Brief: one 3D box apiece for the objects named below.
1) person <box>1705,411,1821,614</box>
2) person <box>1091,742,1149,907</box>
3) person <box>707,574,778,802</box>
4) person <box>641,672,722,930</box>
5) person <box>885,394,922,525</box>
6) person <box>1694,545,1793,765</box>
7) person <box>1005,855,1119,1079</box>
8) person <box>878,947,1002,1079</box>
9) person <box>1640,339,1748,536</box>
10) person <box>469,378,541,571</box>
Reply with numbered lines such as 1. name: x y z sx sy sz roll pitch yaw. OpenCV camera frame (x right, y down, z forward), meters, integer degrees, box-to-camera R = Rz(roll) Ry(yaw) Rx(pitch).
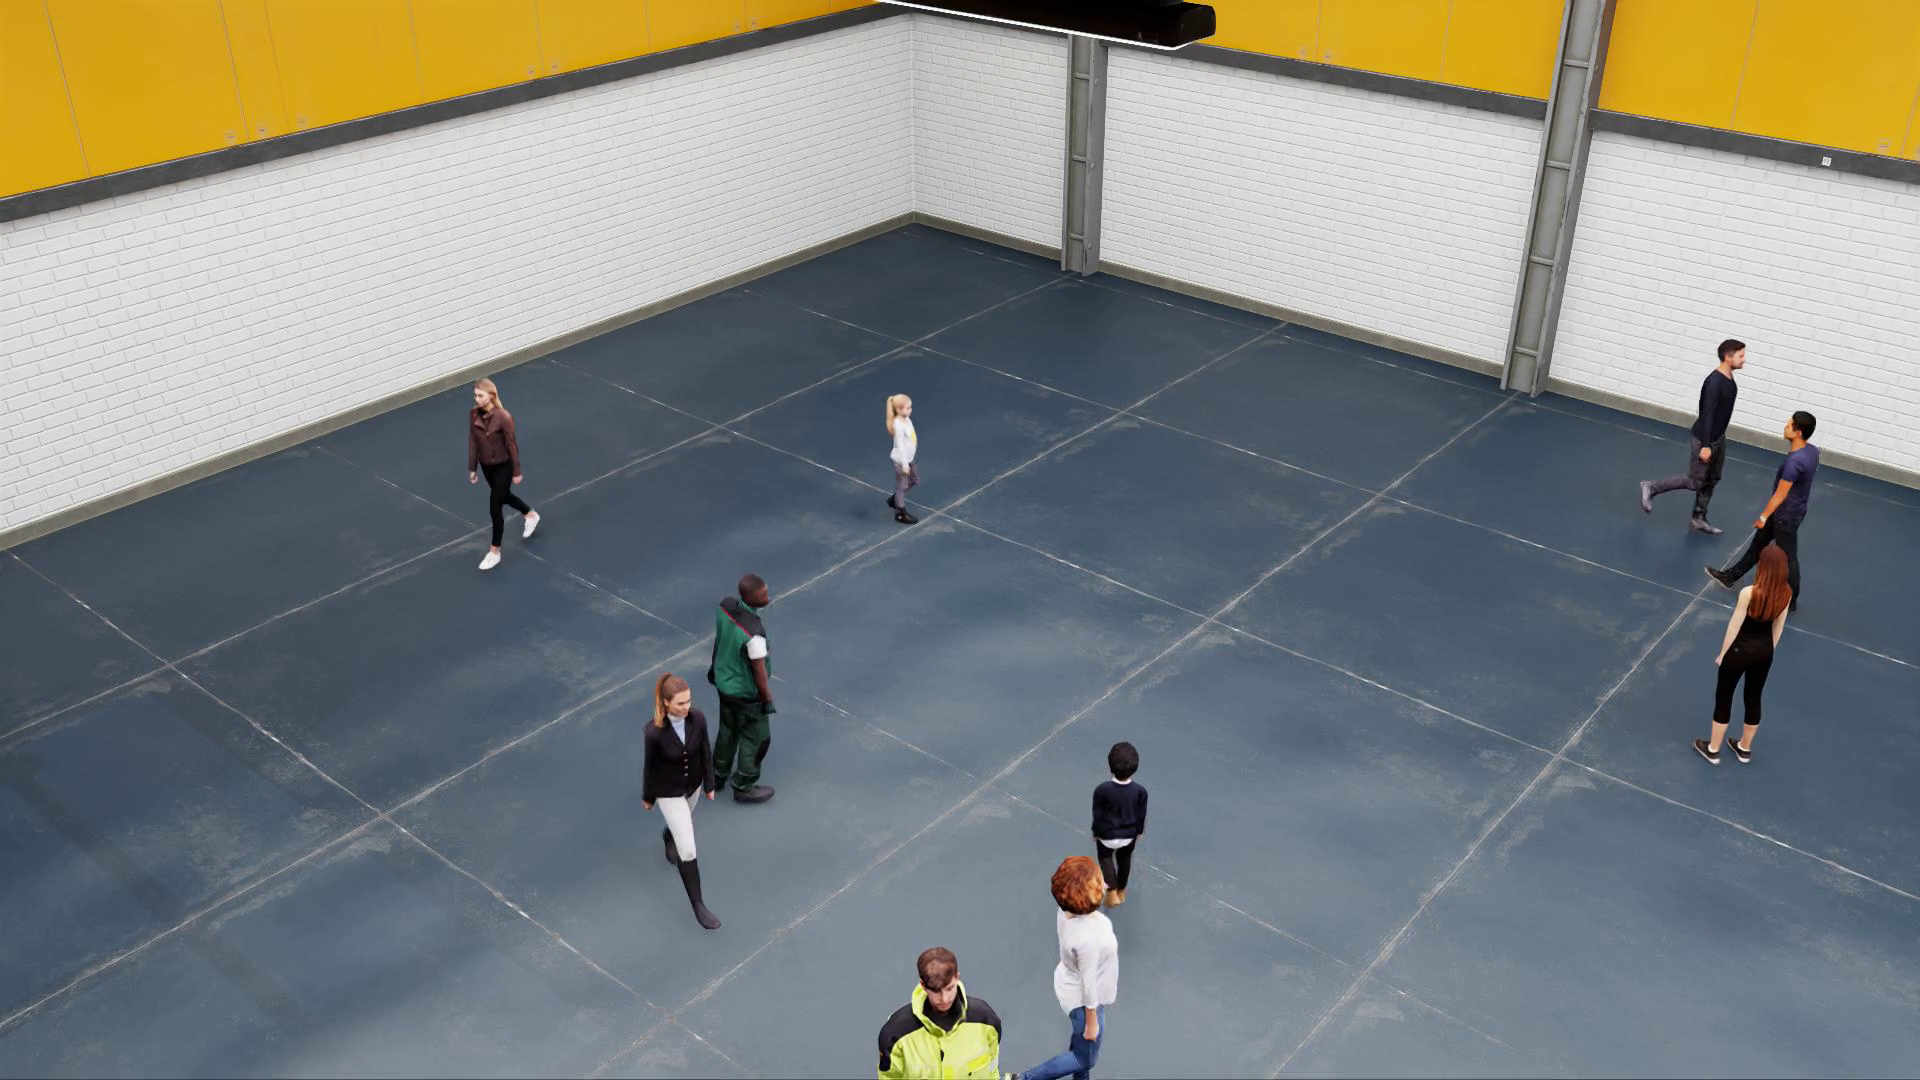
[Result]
1. person: 6.870 -0.185 13.635 1.022 1.760 0.729 18 34 30
2. person: 1.005 1.838 10.495 0.666 1.216 0.726 -2 29 -5
3. person: -1.544 1.007 11.399 0.634 1.809 0.971 22 36 35
4. person: -1.811 1.550 10.529 0.851 1.688 1.283 -16 32 -26
5. person: -0.578 -0.740 15.165 0.649 1.270 0.592 6 29 11
6. person: 5.614 0.819 11.832 0.641 1.724 0.691 -5 29 -8
7. person: 0.564 2.424 8.910 1.014 1.704 0.950 -2 29 -4
8. person: -0.093 2.743 8.035 0.872 1.983 0.863 -9 30 -16
9. person: 6.610 -0.930 14.906 1.007 1.850 0.651 23 36 36
10. person: -4.011 -0.649 14.579 1.101 1.670 0.853 14 31 24
